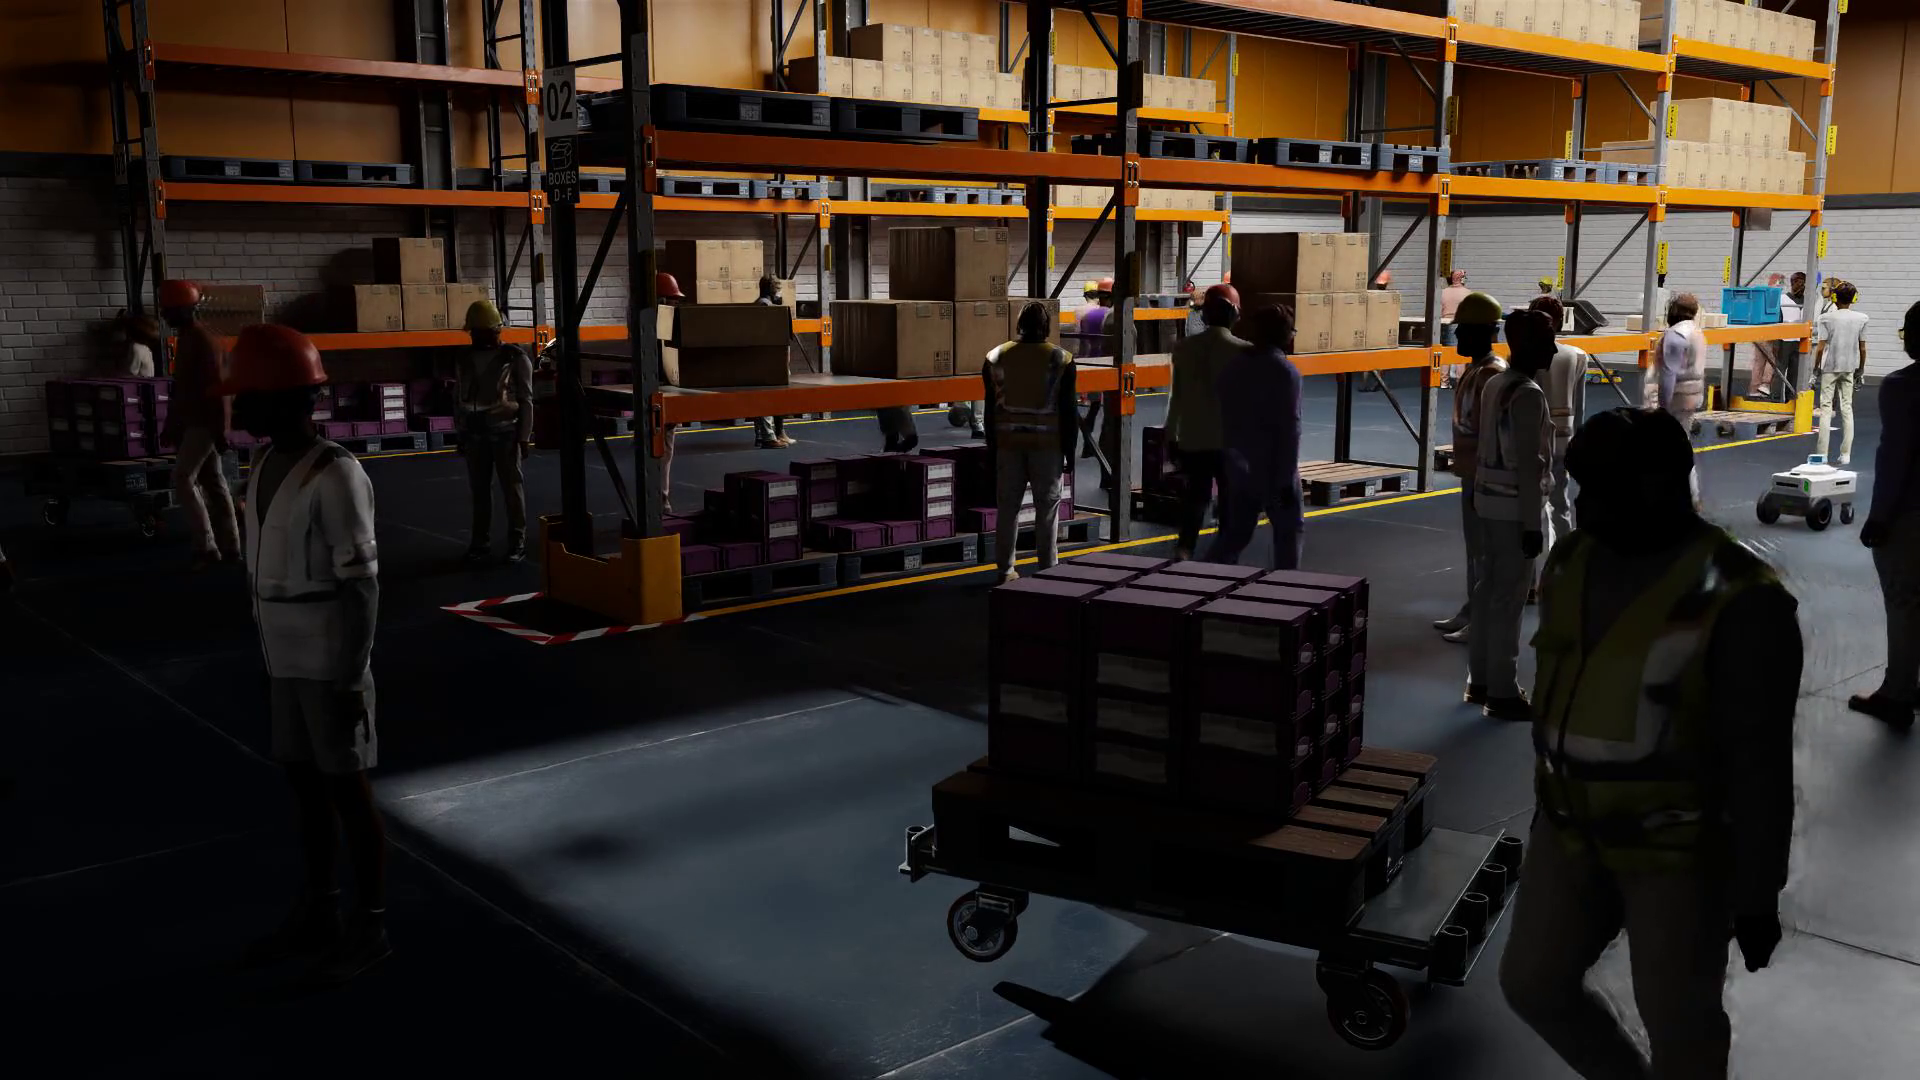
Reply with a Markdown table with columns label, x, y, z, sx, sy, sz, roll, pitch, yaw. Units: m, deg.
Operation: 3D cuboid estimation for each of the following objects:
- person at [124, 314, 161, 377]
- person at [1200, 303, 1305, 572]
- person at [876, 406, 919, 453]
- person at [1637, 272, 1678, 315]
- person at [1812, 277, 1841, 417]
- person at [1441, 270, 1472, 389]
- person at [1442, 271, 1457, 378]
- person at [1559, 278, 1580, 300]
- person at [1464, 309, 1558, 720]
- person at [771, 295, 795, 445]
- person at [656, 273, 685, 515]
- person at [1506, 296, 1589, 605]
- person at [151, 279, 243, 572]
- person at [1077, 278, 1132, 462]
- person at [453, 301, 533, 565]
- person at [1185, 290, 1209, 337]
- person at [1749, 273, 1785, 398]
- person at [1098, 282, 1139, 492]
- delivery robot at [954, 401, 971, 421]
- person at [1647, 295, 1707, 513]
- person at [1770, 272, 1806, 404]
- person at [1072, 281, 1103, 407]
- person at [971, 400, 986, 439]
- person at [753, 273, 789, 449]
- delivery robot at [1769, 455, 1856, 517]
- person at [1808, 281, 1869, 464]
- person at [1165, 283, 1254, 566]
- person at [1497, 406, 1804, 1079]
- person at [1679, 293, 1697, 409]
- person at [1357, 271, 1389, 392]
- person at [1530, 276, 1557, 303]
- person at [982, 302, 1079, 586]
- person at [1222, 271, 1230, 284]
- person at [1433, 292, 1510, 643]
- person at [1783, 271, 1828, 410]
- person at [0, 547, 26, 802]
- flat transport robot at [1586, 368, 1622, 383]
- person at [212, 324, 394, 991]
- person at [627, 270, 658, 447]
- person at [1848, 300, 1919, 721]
| label | x | y | z | sx | sy | sz | roll | pitch | yaw |
| --- | --- | --- | --- | --- | --- | --- | --- | --- | --- |
| person | -7.348 | -1.208 | 14.865 | 0.556 | 1.602 | 0.514 | -4 | 10 | -21 |
| person | 1.668 | -0.402 | 9.397 | 0.898 | 1.868 | 0.658 | -6 | 11 | -31 |
| person | -0.574 | -1.193 | 14.573 | 0.383 | 1.687 | 0.540 | -5 | 11 | -26 |
| person | 10.752 | -3.228 | 25.700 | 0.599 | 1.958 | 0.384 | 2 | 10 | 14 |
| person | 11.494 | -2.545 | 22.012 | 0.328 | 1.844 | 0.514 | 3 | 10 | 16 |
| person | 7.910 | -3.334 | 26.455 | 0.409 | 1.908 | 0.639 | -8 | 13 | -40 |
| person | 8.551 | -3.758 | 29.046 | 0.534 | 1.868 | 0.318 | 8 | 12 | 38 |
| person | 7.103 | -2.181 | 19.766 | 0.885 | 1.895 | 0.596 | -7 | 12 | -34 |
| person | 2.563 | -0.122 | 7.711 | 0.337 | 1.882 | 0.584 | 0 | 10 | -1 |
| person | -2.086 | -1.914 | 18.776 | 0.322 | 1.692 | 0.559 | -8 | 13 | -40 |
| person | -2.317 | -1.070 | 12.938 | 0.397 | 1.992 | 0.621 | -5 | 11 | -26 |
| person | 3.548 | -0.542 | 10.178 | 0.576 | 1.882 | 0.362 | -3 | 10 | -18 |
| person | -5.215 | -0.771 | 11.261 | 0.628 | 1.965 | 0.607 | -6 | 11 | -31 |
| person | 1.514 | -1.750 | 17.253 | 0.767 | 1.894 | 0.566 | 9 | 13 | 43 |
| person | -3.229 | -0.739 | 11.473 | 0.592 | 1.833 | 0.404 | 3 | 10 | 16 |
| person | 3.420 | -2.773 | 23.965 | 0.268 | 1.632 | 0.507 | -6 | 11 | -32 |
| person | 12.130 | -3.057 | 24.928 | 0.503 | 1.871 | 0.728 | 1 | 10 | 6 |
| person | 1.436 | -1.403 | 15.051 | 0.377 | 1.940 | 0.629 | -1 | 10 | -3 |
| delivery robot | 0.281 | -1.711 | 20.628 | 0.707 | 0.478 | 0.477 | -8 | 12 | -37 |
| person | 5.842 | -1.082 | 13.569 | 0.462 | 1.813 | 0.672 | 7 | 12 | 37 |
| person | 11.119 | -2.623 | 22.260 | 0.593 | 1.918 | 0.391 | -3 | 10 | -15 |
| person | 1.841 | -2.764 | 23.522 | 0.524 | 1.769 | 0.314 | -3 | 10 | -19 |
| person | 0.284 | -2.096 | 19.420 | 0.404 | 1.830 | 0.602 | 2 | 10 | 12 |
| person | -2.130 | -1.974 | 18.411 | 0.371 | 1.935 | 0.627 | -3 | 10 | -17 |
| delivery robot | 6.741 | -0.432 | 13.136 | 0.707 | 0.478 | 0.477 | -6 | 11 | -31 |
| person | 8.978 | -1.705 | 17.025 | 0.535 | 1.869 | 0.314 | 1 | 10 | 6 |
| person | 1.570 | -0.616 | 10.385 | 0.698 | 1.957 | 0.600 | 7 | 12 | 34 |
| person | 1.424 | 0.632 | 3.477 | 0.443 | 1.819 | 0.720 | -4 | 11 | -23 |
| person | 9.863 | -2.537 | 22.585 | 0.416 | 1.624 | 0.535 | -6 | 11 | -30 |
| person | 6.458 | -3.219 | 25.803 | 0.570 | 1.895 | 0.852 | 5 | 11 | 25 |
| person | 10.420 | -3.820 | 29.713 | 0.322 | 1.765 | 0.533 | -10 | 14 | -44 |
| person | 0.459 | -0.595 | 10.637 | 0.622 | 1.837 | 0.428 | 3 | 10 | 16 |
| person | 3.518 | -2.542 | 21.726 | 0.547 | 1.938 | 0.379 | 1 | 10 | 4 |
| person | 2.842 | -0.392 | 9.164 | 0.386 | 1.928 | 0.589 | 2 | 10 | 10 |
| person | 11.683 | -2.758 | 22.963 | 0.616 | 1.942 | 0.408 | 1 | 10 | 5 |
| person | -3.966 | 0.087 | 6.443 | 0.894 | 1.890 | 0.548 | 1 | 10 | 5 |
| flat transport robot | 10.349 | -2.783 | 28.006 | 1.431 | 0.197 | 0.652 | 3 | 10 | 15 |
| person | -1.904 | 0.343 | 4.840 | 0.547 | 1.934 | 0.376 | 8 | 13 | 40 |
| person | -3.448 | -2.023 | 18.378 | 0.388 | 2.041 | 0.614 | -6 | 11 | -31 |
| person | 4.413 | -0.137 | 7.643 | 0.634 | 1.936 | 0.351 | -4 | 11 | -23 |
